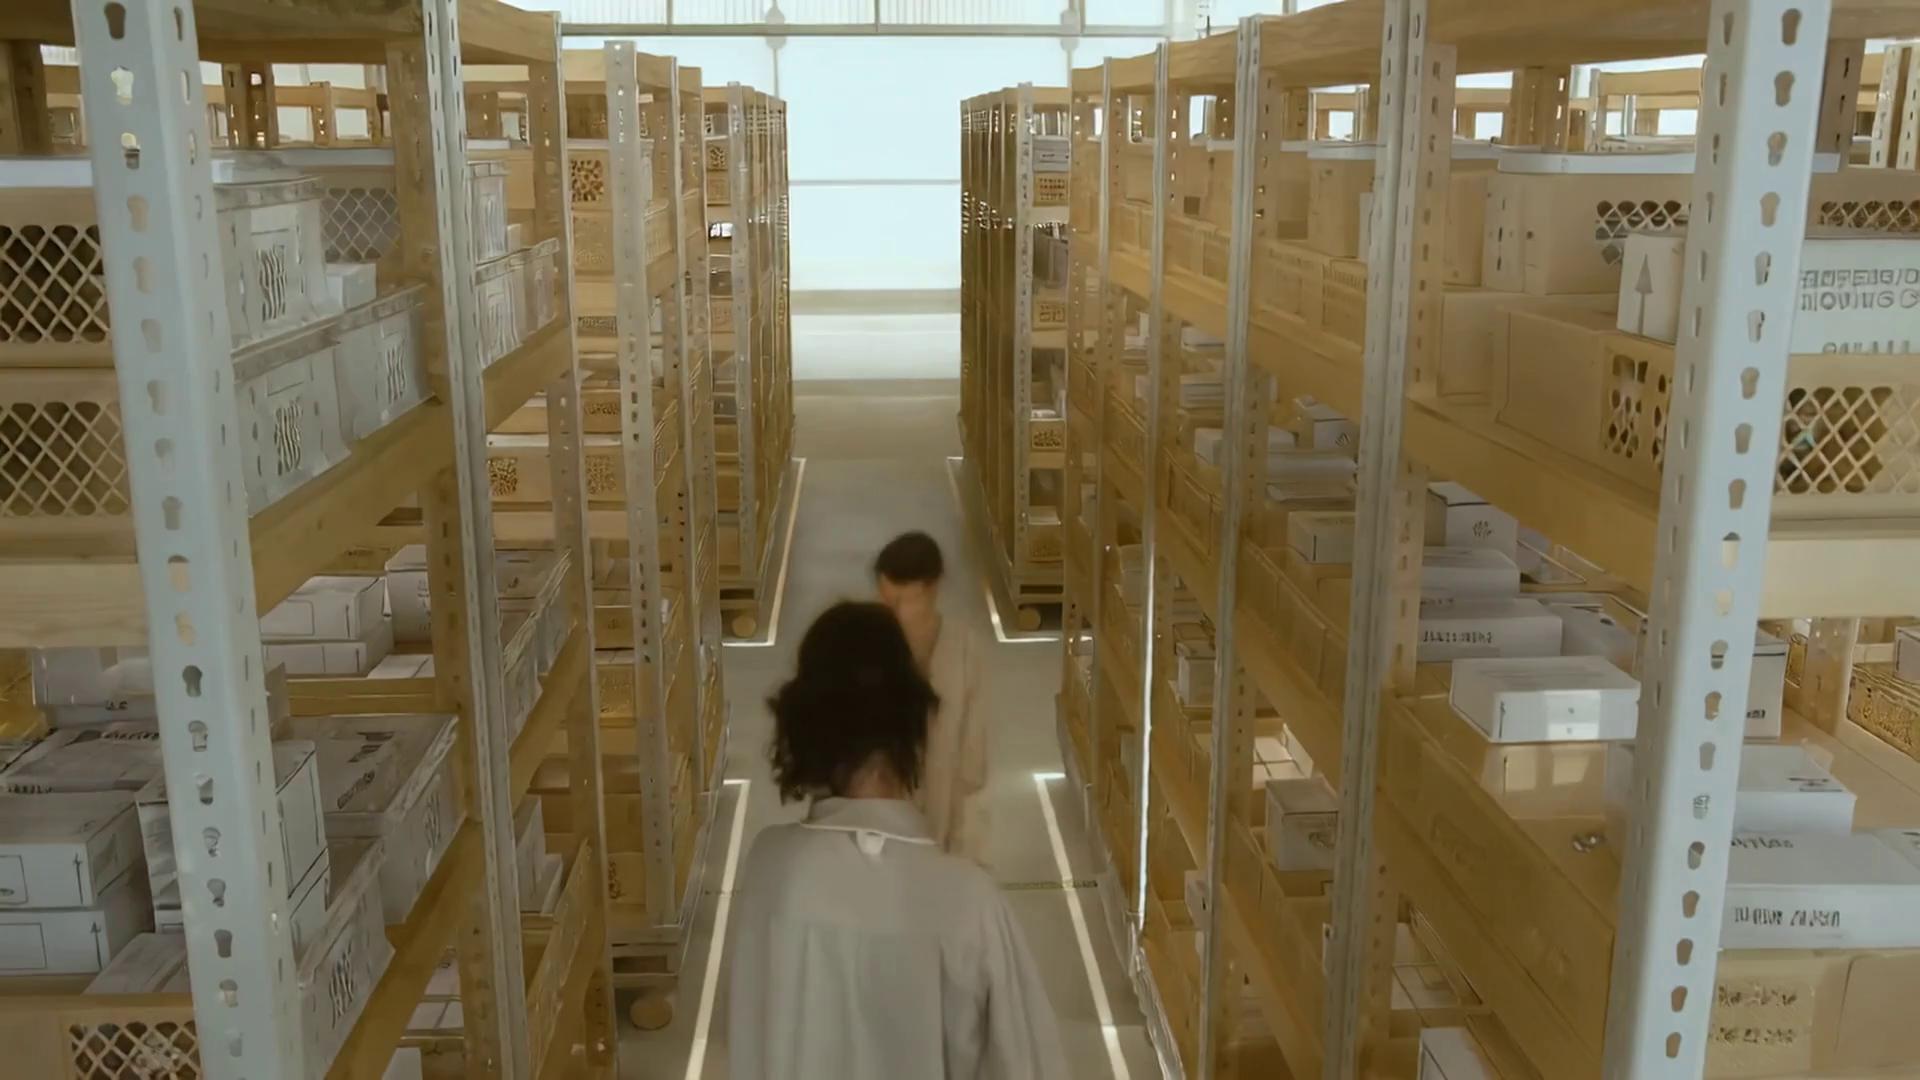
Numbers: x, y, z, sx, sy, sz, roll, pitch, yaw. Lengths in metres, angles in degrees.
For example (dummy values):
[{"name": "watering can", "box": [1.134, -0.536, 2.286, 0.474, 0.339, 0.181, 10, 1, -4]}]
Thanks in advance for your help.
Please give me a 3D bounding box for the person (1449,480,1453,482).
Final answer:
[{"name": "person", "box": [4.057, -0.945, 13.454, 0.370, 1.996, 0.622, -7, 15, -25]}]
